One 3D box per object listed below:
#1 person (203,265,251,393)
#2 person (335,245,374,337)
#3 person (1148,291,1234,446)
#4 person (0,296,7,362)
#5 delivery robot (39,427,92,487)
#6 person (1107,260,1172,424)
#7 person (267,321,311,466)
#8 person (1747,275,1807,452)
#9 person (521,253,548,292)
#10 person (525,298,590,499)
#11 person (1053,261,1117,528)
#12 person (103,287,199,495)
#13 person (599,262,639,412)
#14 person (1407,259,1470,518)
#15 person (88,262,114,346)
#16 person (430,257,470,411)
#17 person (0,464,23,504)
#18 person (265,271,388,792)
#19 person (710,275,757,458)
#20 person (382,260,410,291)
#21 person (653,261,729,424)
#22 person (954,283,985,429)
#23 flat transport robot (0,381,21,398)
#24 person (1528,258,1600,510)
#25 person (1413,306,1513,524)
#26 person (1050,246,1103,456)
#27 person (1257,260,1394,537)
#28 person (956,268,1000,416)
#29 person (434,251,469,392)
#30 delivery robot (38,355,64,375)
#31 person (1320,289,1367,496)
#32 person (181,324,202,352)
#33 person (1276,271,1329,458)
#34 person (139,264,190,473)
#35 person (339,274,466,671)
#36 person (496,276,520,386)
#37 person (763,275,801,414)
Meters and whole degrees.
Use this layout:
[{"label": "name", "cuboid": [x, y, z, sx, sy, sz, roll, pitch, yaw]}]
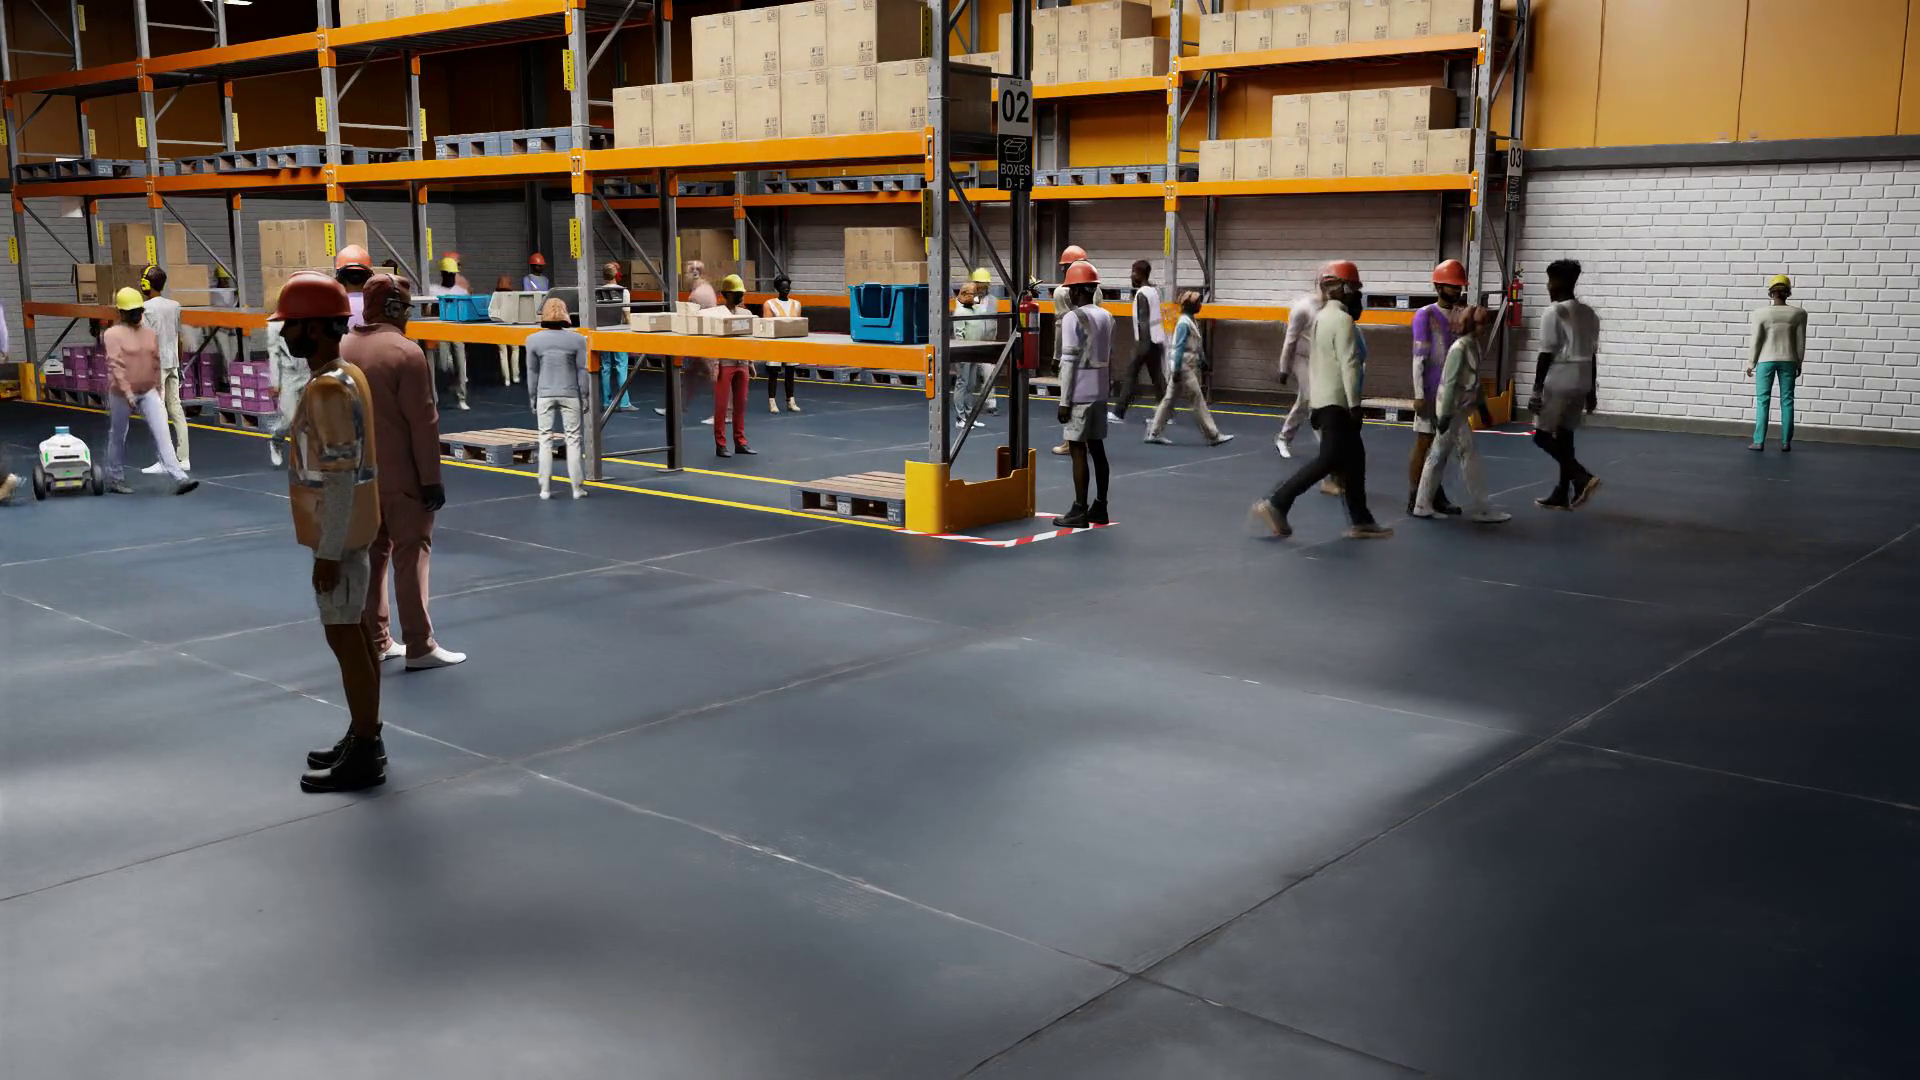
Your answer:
[{"label": "person", "cuboid": [-10.334, -2.969, 23.401, 0.906, 1.795, 0.603, 10, 14, 43]}, {"label": "person", "cuboid": [-4.241, -1.055, 11.777, 0.615, 2.043, 0.373, -6, 12, -33]}, {"label": "person", "cuboid": [2.346, -1.744, 17.003, 0.891, 1.584, 0.524, 2, 10, 10]}, {"label": "person", "cuboid": [-10.803, -2.113, 18.226, 0.642, 1.911, 0.920, -6, 11, -29]}, {"label": "delivery robot", "cuboid": [-7.356, -0.689, 13.663, 0.477, 0.478, 0.707, -6, 11, -30]}, {"label": "person", "cuboid": [2.044, -2.272, 19.179, 0.937, 1.873, 0.622, 3, 11, 19]}, {"label": "person", "cuboid": [-5.970, -1.442, 14.908, 0.593, 1.728, 0.489, 9, 13, 41]}, {"label": "person", "cuboid": [8.133, -1.756, 16.587, 0.523, 1.760, 0.327, 2, 10, 11]}, {"label": "person", "cuboid": [-6.807, -3.654, 26.877, 0.354, 1.939, 0.545, 5, 11, 26]}, {"label": "person", "cuboid": [-3.244, -1.136, 13.443, 0.501, 1.629, 0.283, -1, 10, -4]}, {"label": "person", "cuboid": [0.891, -1.053, 12.102, 0.382, 1.932, 0.541, 8, 13, 39]}, {"label": "person", "cuboid": [-6.671, -1.191, 13.526, 0.971, 1.699, 0.527, 5, 11, 28]}, {"label": "person", "cuboid": [-4.273, -2.494, 20.528, 0.566, 1.849, 0.389, 5, 11, 26]}, {"label": "person", "cuboid": [3.638, -1.134, 12.531, 0.550, 1.935, 0.376, -7, 12, -34]}, {"label": "person", "cuboid": [-12.531, -3.177, 24.477, 0.543, 1.831, 0.827, 9, 13, 41]}, {"label": "person", "cuboid": [-6.425, -2.581, 20.841, 0.597, 1.911, 0.707, -9, 13, -42]}, {"label": "person", "cuboid": [-7.830, -1.144, 12.961, 0.855, 1.818, 0.518, -2, 10, -11]}, {"label": "person", "cuboid": [-2.363, -0.029, 6.238, 0.356, 1.936, 0.551, -3, 10, -14]}, {"label": "person", "cuboid": [-2.203, -1.689, 16.189, 0.318, 1.766, 0.530, 9, 14, 42]}, {"label": "person", "cuboid": [-7.886, -2.969, 23.193, 0.329, 1.865, 0.510, 7, 12, 34]}, {"label": "person", "cuboid": [-3.102, -2.249, 19.066, 0.932, 1.863, 0.674, -1, 10, -4]}, {"label": "person", "cuboid": [0.104, -2.066, 18.705, 0.280, 1.633, 0.500, 5, 11, 24]}, {"label": "flat transport robot", "cuboid": [-13.376, -2.021, 22.321, 1.431, 0.197, 0.652, -1, 10, -8]}, {"label": "person", "cuboid": [4.672, -1.165, 12.686, 0.617, 1.945, 0.606, -6, 12, -32]}, {"label": "person", "cuboid": [3.743, -0.912, 12.232, 0.813, 1.595, 0.520, 5, 11, 24]}, {"label": "person", "cuboid": [1.112, -1.843, 16.267, 0.609, 2.043, 0.397, -9, 13, -41]}, {"label": "person", "cuboid": [2.569, -0.966, 11.567, 0.926, 1.947, 0.629, 0, 10, 2]}, {"label": "person", "cuboid": [0.194, -2.419, 20.277, 0.584, 1.796, 0.911, -4, 11, -23]}, {"label": "person", "cuboid": [-7.074, -3.027, 23.191, 0.435, 1.976, 0.640, 4, 11, 20]}, {"label": "delivery robot", "cuboid": [-12.471, -2.305, 22.863, 0.477, 0.478, 0.707, -6, 12, -31]}, {"label": "person", "cuboid": [3.163, -1.217, 13.685, 0.316, 1.697, 0.540, 7, 12, 35]}, {"label": "person", "cuboid": [-11.458, -3.219, 24.851, 1.015, 1.773, 0.670, 4, 11, 22]}, {"label": "person", "cuboid": [3.345, -1.643, 15.780, 0.647, 1.829, 1.060, -6, 12, -31]}, {"label": "person", "cuboid": [-7.211, -1.533, 14.985, 0.328, 1.876, 0.514, 3, 10, 18]}, {"label": "person", "cuboid": [-2.715, -0.321, 8.011, 0.639, 1.902, 0.406, 6, 11, 30]}, {"label": "person", "cuboid": [-6.727, -3.109, 24.691, 0.527, 1.600, 0.740, -2, 10, -11]}, {"label": "person", "cuboid": [-2.172, -2.406, 20.458, 0.532, 1.697, 0.319, -7, 12, -33]}]
